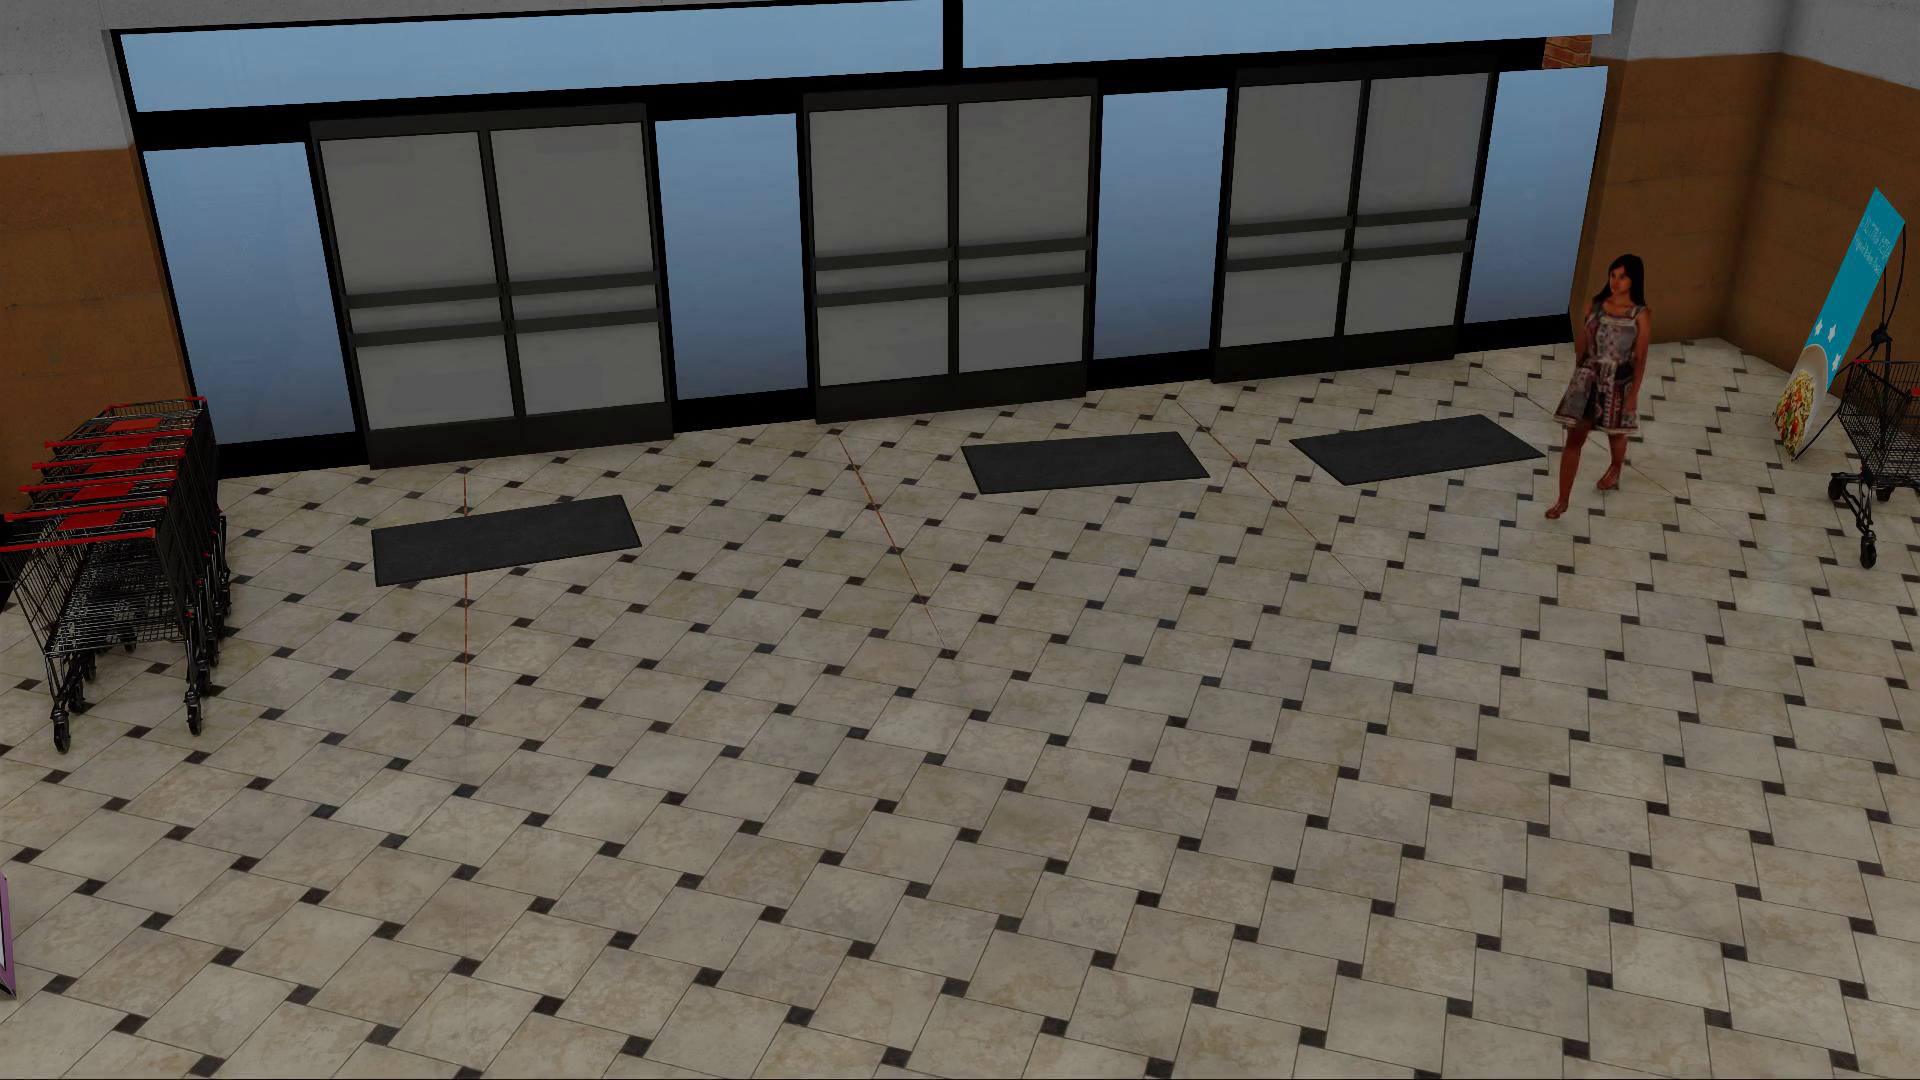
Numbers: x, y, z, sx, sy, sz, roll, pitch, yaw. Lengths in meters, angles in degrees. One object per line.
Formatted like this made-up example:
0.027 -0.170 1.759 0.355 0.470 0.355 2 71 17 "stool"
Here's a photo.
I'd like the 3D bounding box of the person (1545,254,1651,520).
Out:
4.011 -0.957 10.223 1.130 1.603 1.064 23 35 37 "person"
